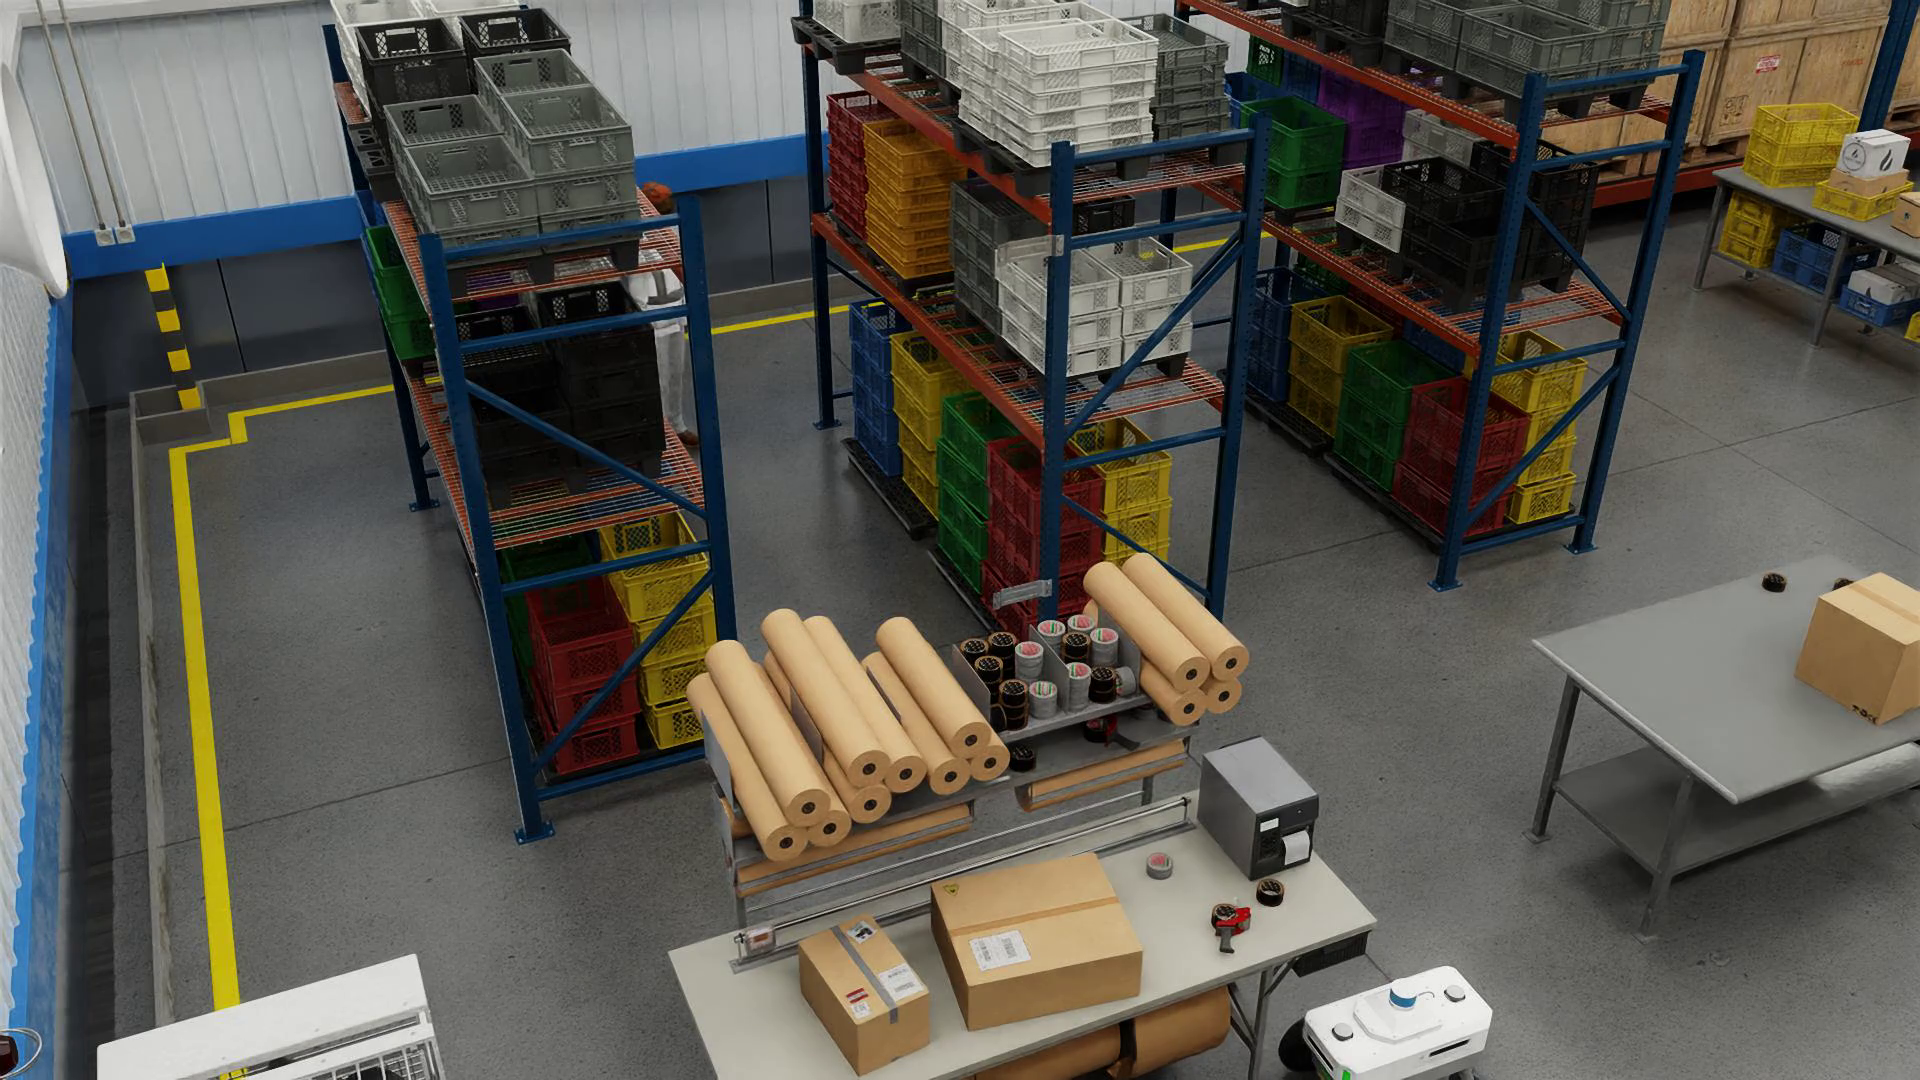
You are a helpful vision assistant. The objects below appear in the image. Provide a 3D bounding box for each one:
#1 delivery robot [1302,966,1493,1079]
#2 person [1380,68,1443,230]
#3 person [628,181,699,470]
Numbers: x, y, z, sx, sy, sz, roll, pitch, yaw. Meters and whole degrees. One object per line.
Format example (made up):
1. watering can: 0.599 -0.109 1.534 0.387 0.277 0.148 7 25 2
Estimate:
1. delivery robot: 1.701 1.915 6.479 0.707 0.478 0.477 -12 34 -19
2. person: 3.676 -3.399 13.896 0.367 1.933 0.627 -25 39 -34
3. person: -1.901 -1.383 10.663 0.338 1.882 0.582 11 33 17
